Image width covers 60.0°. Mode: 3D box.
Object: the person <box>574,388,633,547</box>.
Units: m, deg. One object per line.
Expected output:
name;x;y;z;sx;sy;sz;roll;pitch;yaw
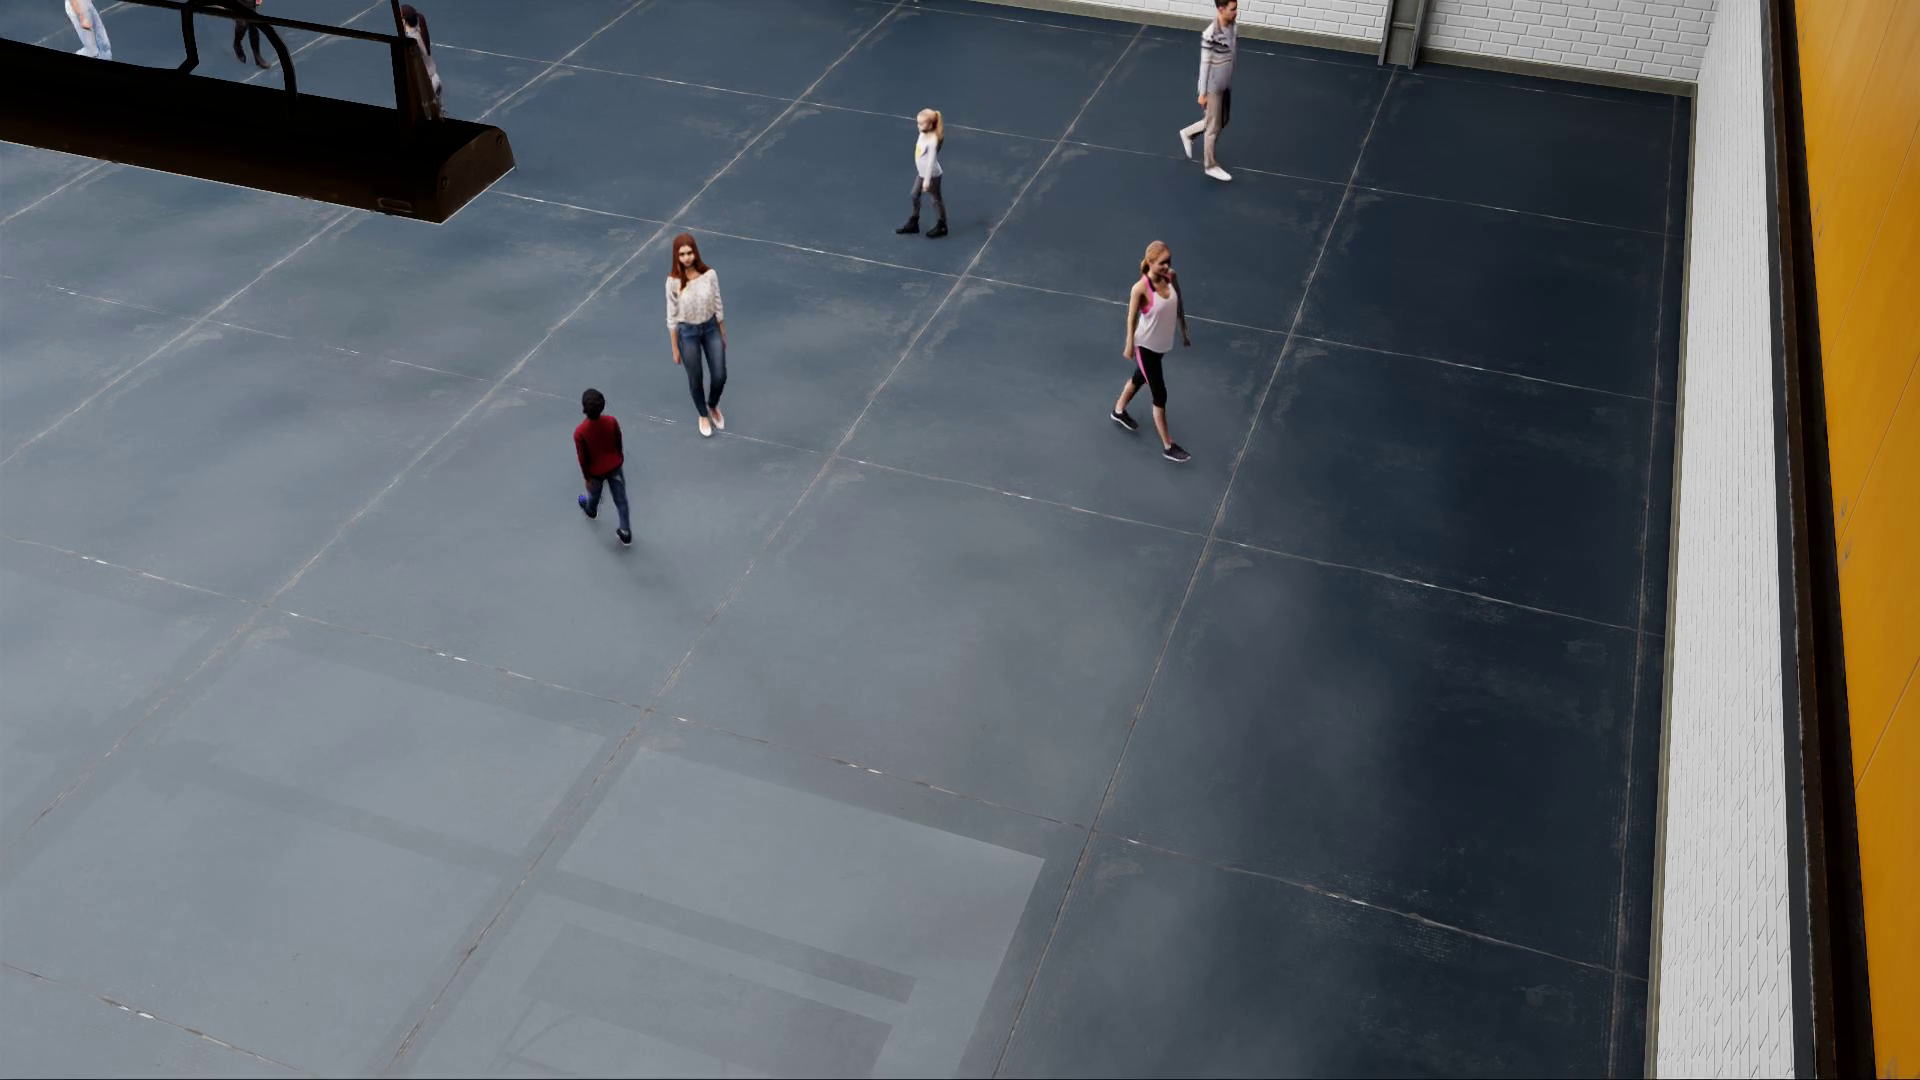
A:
person;-2.491;-0.490;11.763;0.803;1.229;0.921;-23;44;-26

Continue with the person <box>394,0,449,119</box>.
person;-5.172;-4.421;16.345;0.862;1.654;0.753;3;39;4

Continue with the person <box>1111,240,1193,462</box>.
person;1.405;-1.498;12.616;0.930;1.739;1.194;-31;48;-33

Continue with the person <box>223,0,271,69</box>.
person;-8.012;-6.045;18.397;0.759;1.630;0.675;27;46;30

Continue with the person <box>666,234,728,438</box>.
person;-2.021;-1.604;12.765;0.685;1.719;0.762;-11;40;-13

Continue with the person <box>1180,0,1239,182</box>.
person;2.436;-4.459;16.249;1.066;1.832;0.877;27;46;30

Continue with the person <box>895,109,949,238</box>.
person;-0.220;-3.387;15.363;0.816;1.263;0.745;-14;41;-16
